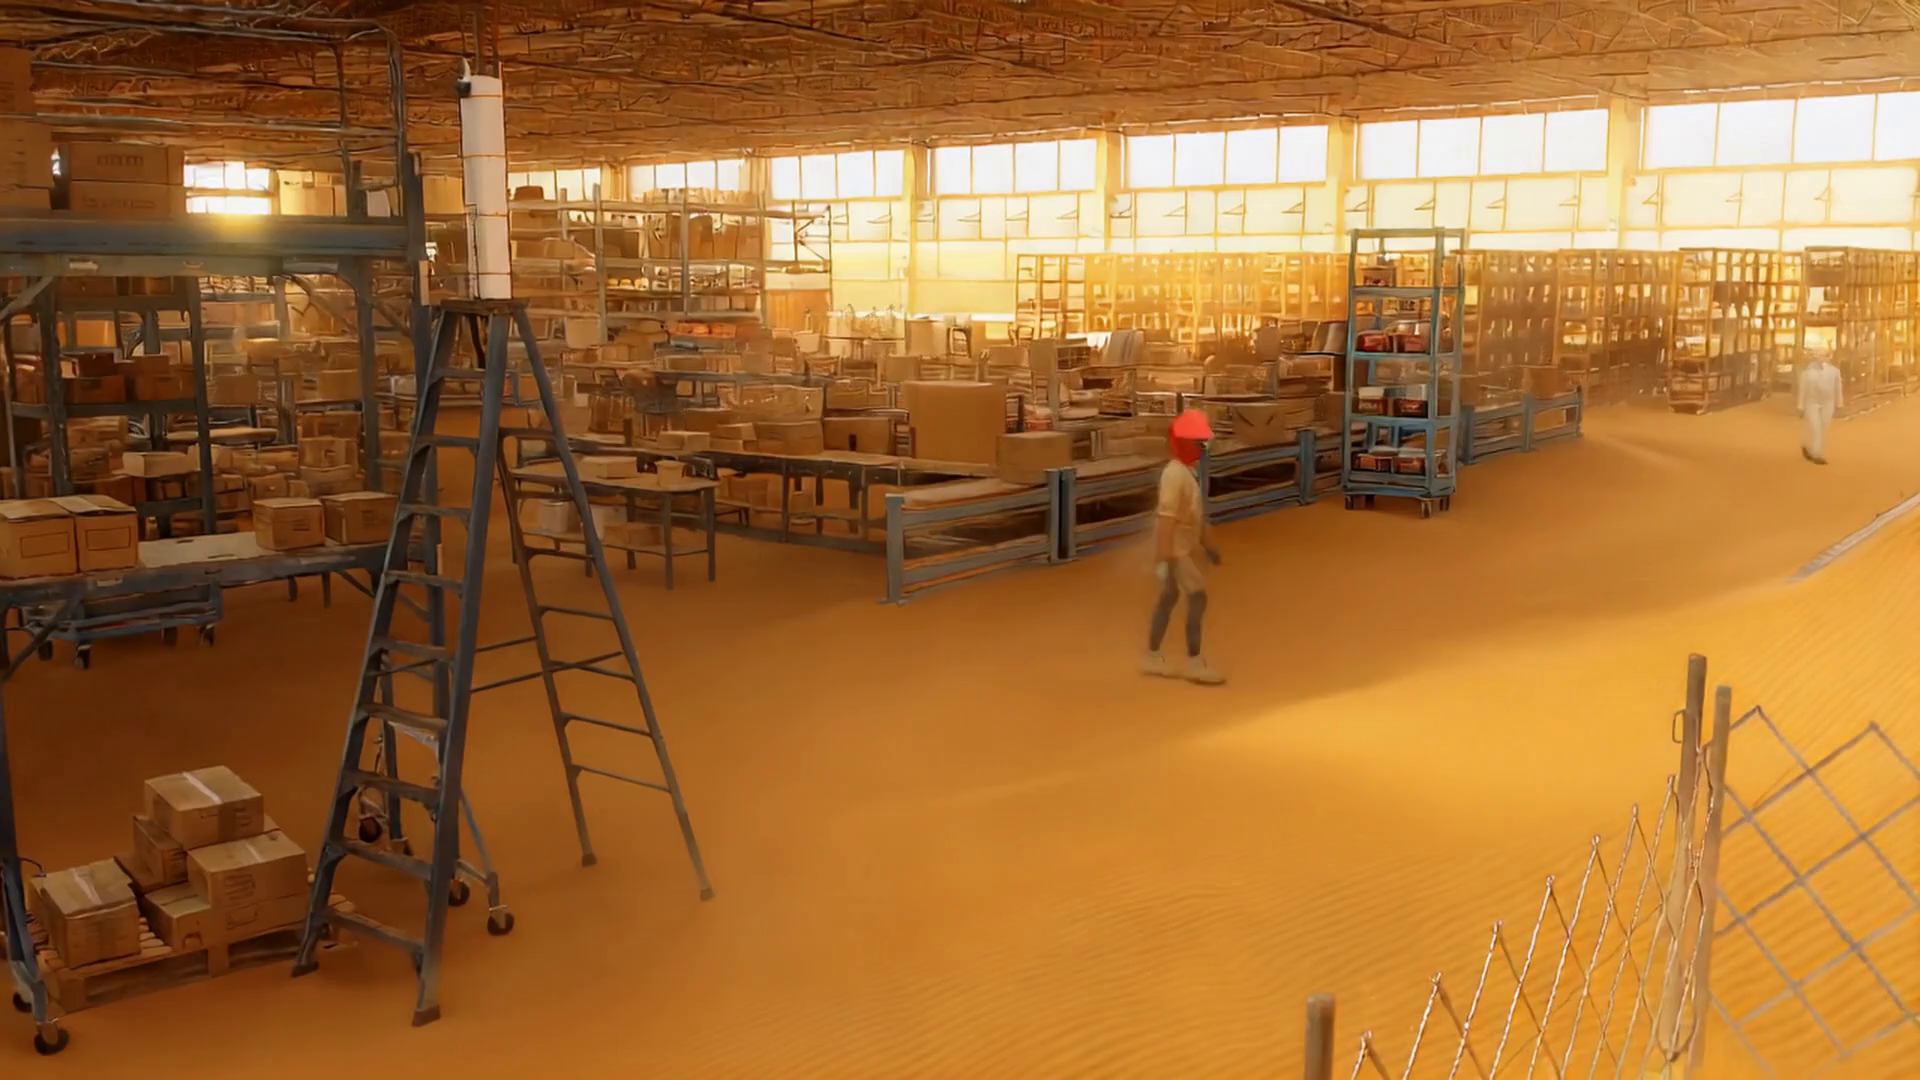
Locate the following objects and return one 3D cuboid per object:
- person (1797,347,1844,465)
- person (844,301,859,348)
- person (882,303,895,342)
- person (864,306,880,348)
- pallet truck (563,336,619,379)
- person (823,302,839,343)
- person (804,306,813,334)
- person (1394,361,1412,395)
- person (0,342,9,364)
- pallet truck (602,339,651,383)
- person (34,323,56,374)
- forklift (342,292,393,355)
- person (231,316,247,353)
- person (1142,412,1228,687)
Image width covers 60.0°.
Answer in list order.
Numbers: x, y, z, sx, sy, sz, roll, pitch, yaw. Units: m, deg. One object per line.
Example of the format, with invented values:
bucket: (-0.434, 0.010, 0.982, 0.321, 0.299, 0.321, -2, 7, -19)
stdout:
person: (13.791, -2.170, 26.734, 0.638, 1.868, 0.938, -1, 9, -4)
person: (-4.454, -8.857, 68.324, 0.607, 1.912, 0.603, -1, 9, -9)
person: (-2.994, -8.946, 69.192, 0.749, 1.816, 0.642, 3, 10, 17)
person: (-3.101, -7.354, 59.007, 0.608, 1.889, 1.042, -3, 10, -18)
pallet truck: (-10.690, -5.294, 48.215, 1.601, 1.201, 0.680, -5, 10, -26)
person: (-4.779, -7.871, 62.046, 0.630, 1.952, 0.916, 1, 9, 8)
person: (-6.011, -8.374, 65.762, 0.330, 1.769, 0.526, -7, 12, -38)
person: (10.331, -4.036, 38.554, 0.599, 1.810, 0.712, -8, 12, -39)
person: (-23.854, -4.393, 41.393, 0.570, 1.616, 0.507, 7, 11, 36)
pallet truck: (-8.991, -4.871, 45.351, 0.653, 1.274, 1.630, 7, 11, 37)
person: (-26.024, -5.465, 47.352, 0.666, 1.854, 1.013, 7, 12, 38)
forklift: (-16.485, -5.622, 45.120, 1.129, 2.768, 1.873, 7, 11, 37)
person: (-19.416, -5.063, 44.742, 1.009, 1.885, 0.647, -6, 11, -34)
person: (1.720, 0.070, 12.279, 0.829, 2.013, 0.618, 3, 10, 19)
